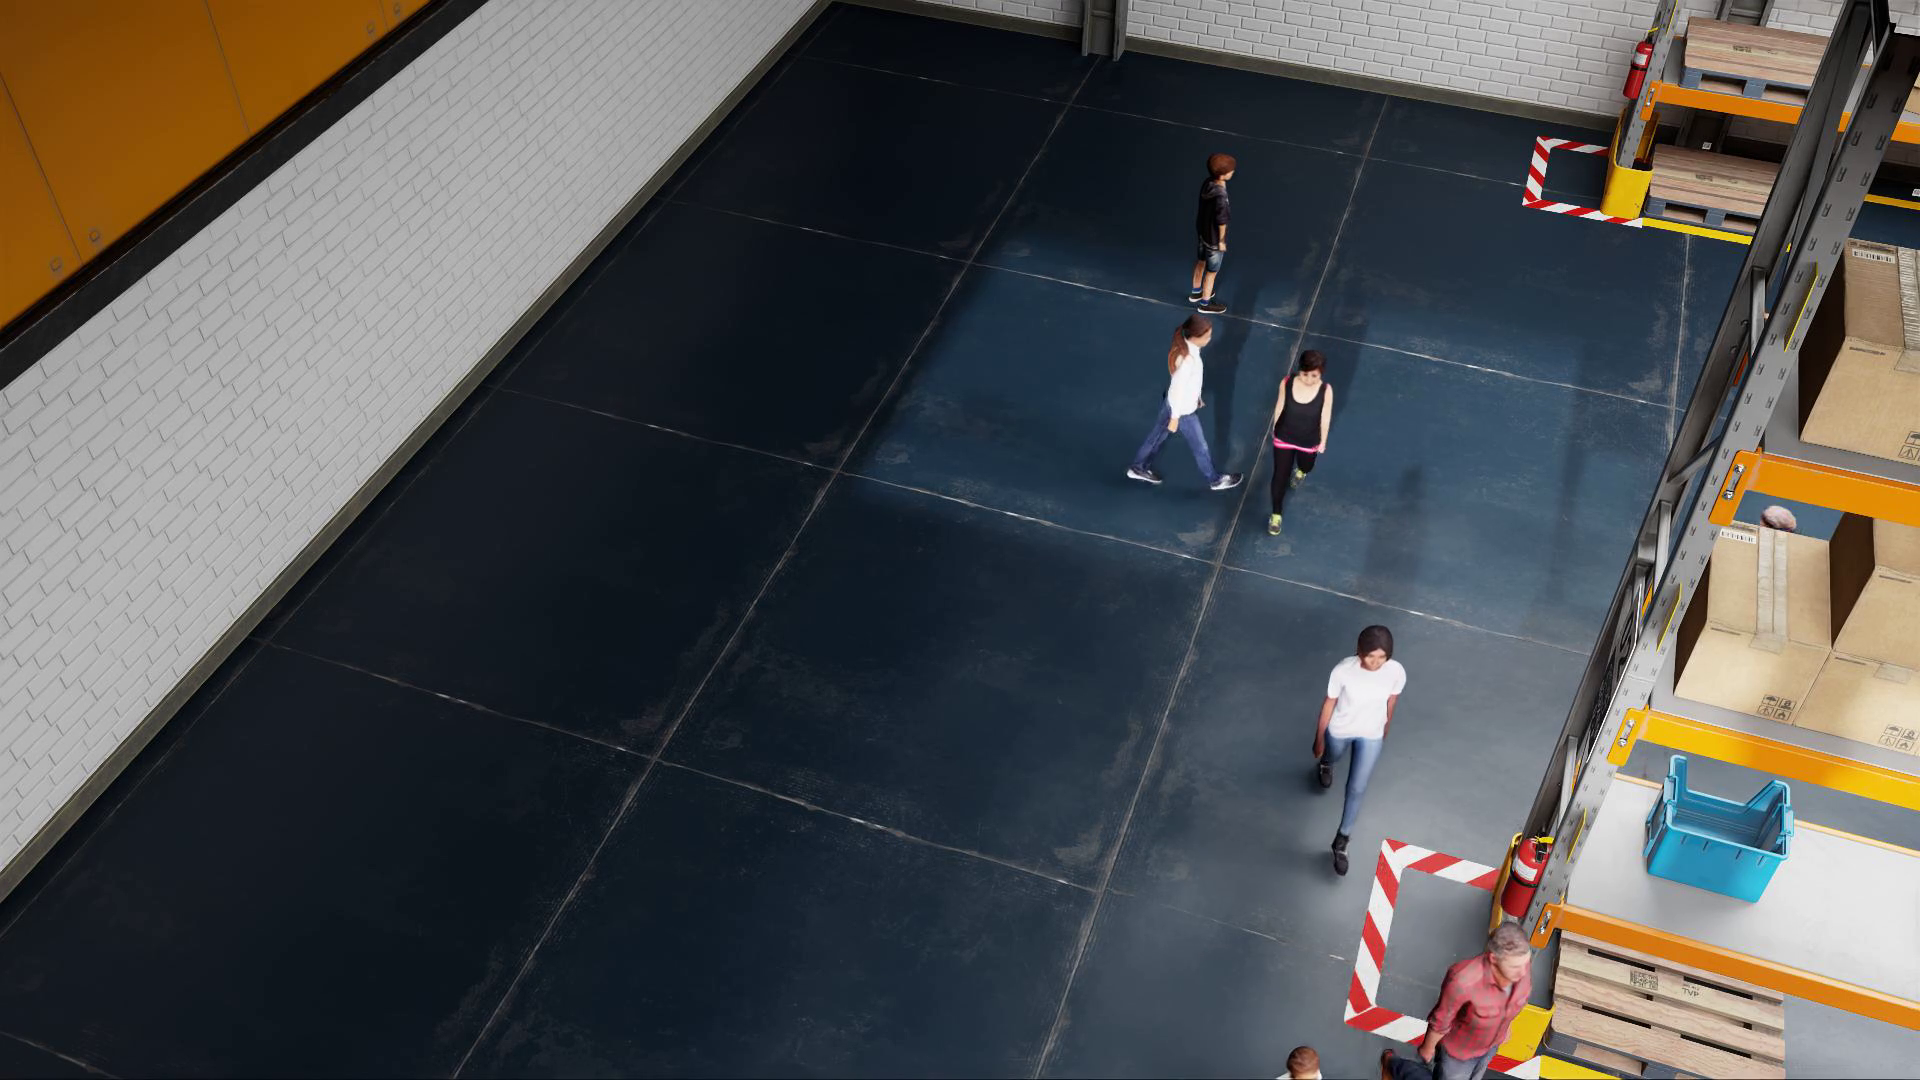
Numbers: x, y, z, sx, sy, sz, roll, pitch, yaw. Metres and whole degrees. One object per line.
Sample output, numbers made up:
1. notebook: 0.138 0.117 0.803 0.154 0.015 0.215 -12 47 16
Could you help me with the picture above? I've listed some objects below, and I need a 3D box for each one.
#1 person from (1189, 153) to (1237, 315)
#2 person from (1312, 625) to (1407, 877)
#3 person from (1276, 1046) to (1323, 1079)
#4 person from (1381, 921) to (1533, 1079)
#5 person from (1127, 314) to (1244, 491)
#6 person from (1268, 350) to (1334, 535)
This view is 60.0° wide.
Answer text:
1. person: 2.103 -2.566 13.857 0.662 1.446 0.624 -10 45 -10
2. person: 2.318 1.082 9.861 1.145 1.676 0.868 4 44 4
3. person: 1.686 2.868 8.463 0.466 1.019 0.536 -13 45 -13
4. person: 2.500 2.409 8.365 0.913 1.819 0.976 -21 47 -21
5. person: 1.519 -0.987 12.153 1.120 1.511 0.691 6 44 7
6. person: 2.449 -0.805 11.955 0.921 1.521 0.641 12 45 12
